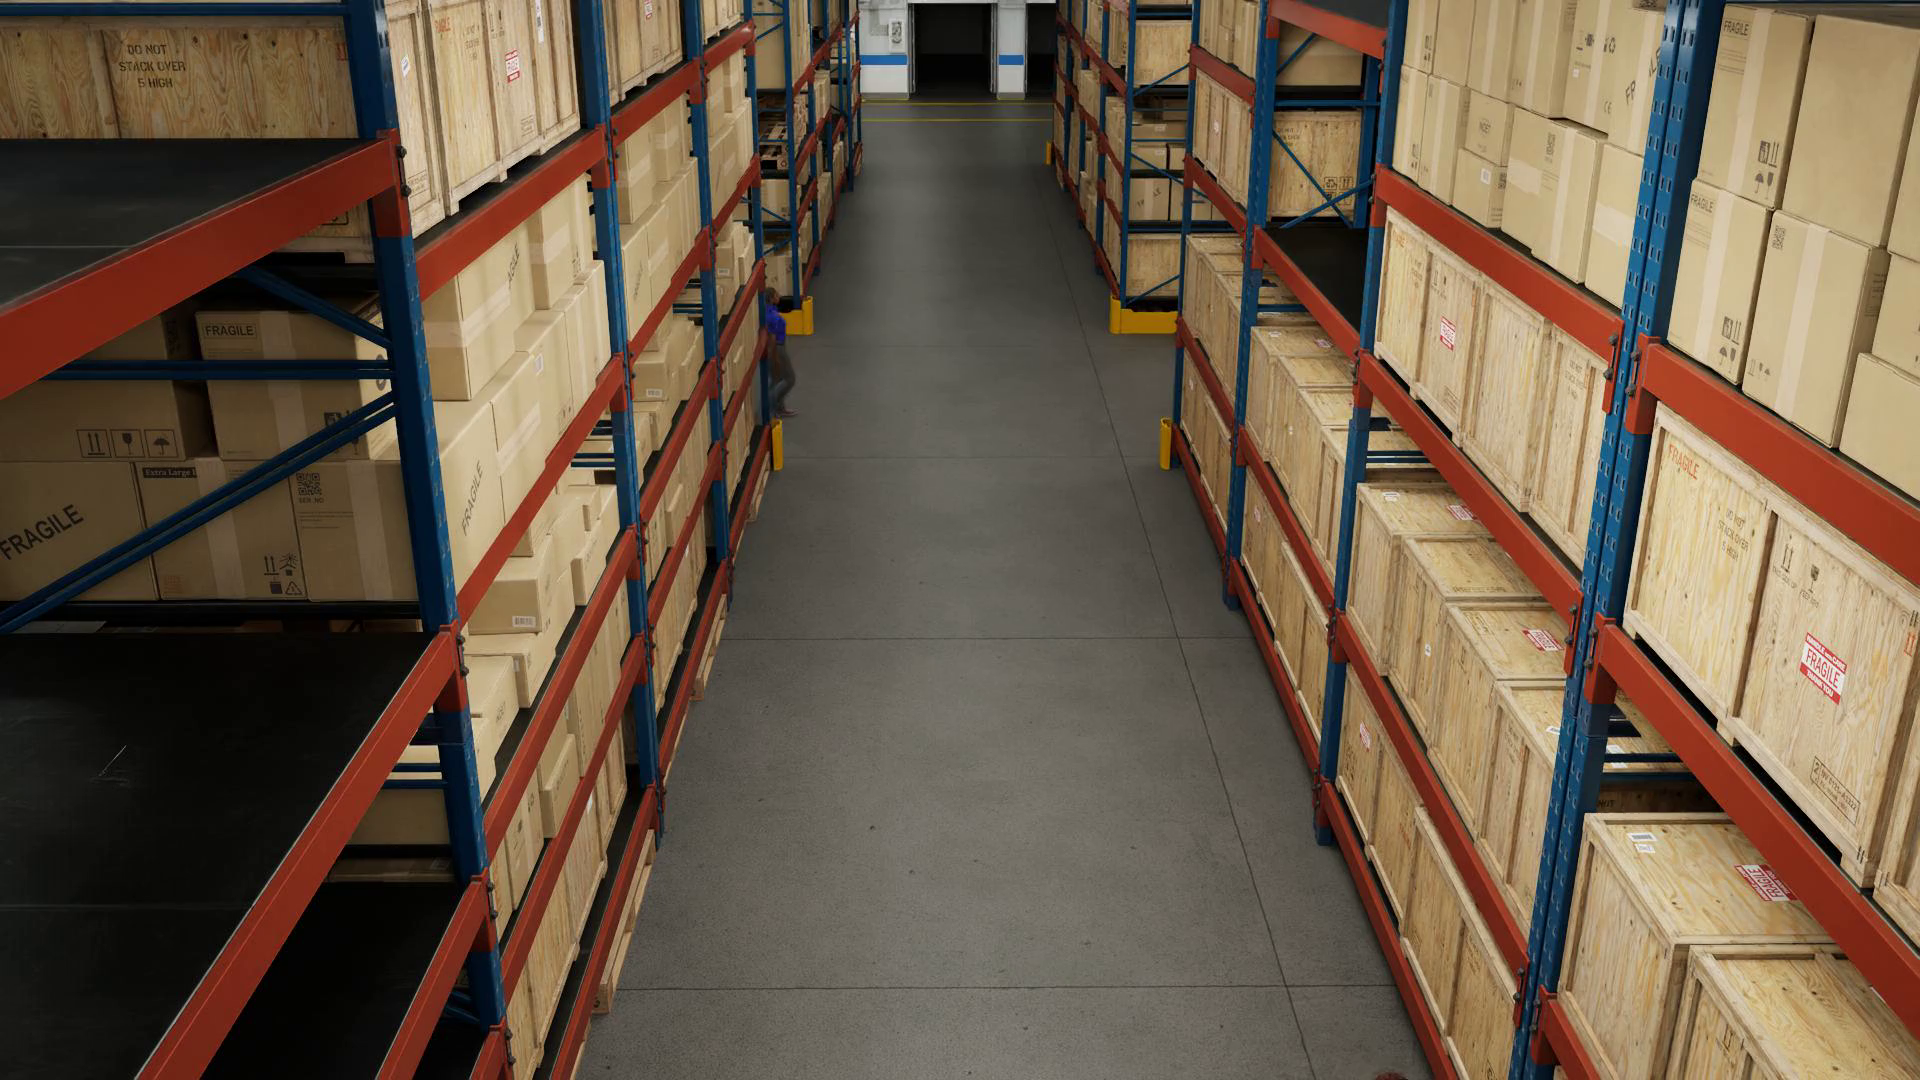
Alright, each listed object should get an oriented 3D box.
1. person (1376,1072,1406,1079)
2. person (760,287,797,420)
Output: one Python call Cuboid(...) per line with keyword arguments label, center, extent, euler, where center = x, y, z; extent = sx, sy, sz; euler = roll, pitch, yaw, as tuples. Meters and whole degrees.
Cuboid(label="person", center=(1.790, 2.939, 7.140), extent=(0.500, 1.677, 0.534), euler=(4, 22, 9))
Cuboid(label="person", center=(-2.270, -2.303, 20.479), extent=(0.513, 1.660, 0.446), euler=(-8, 23, -21))
